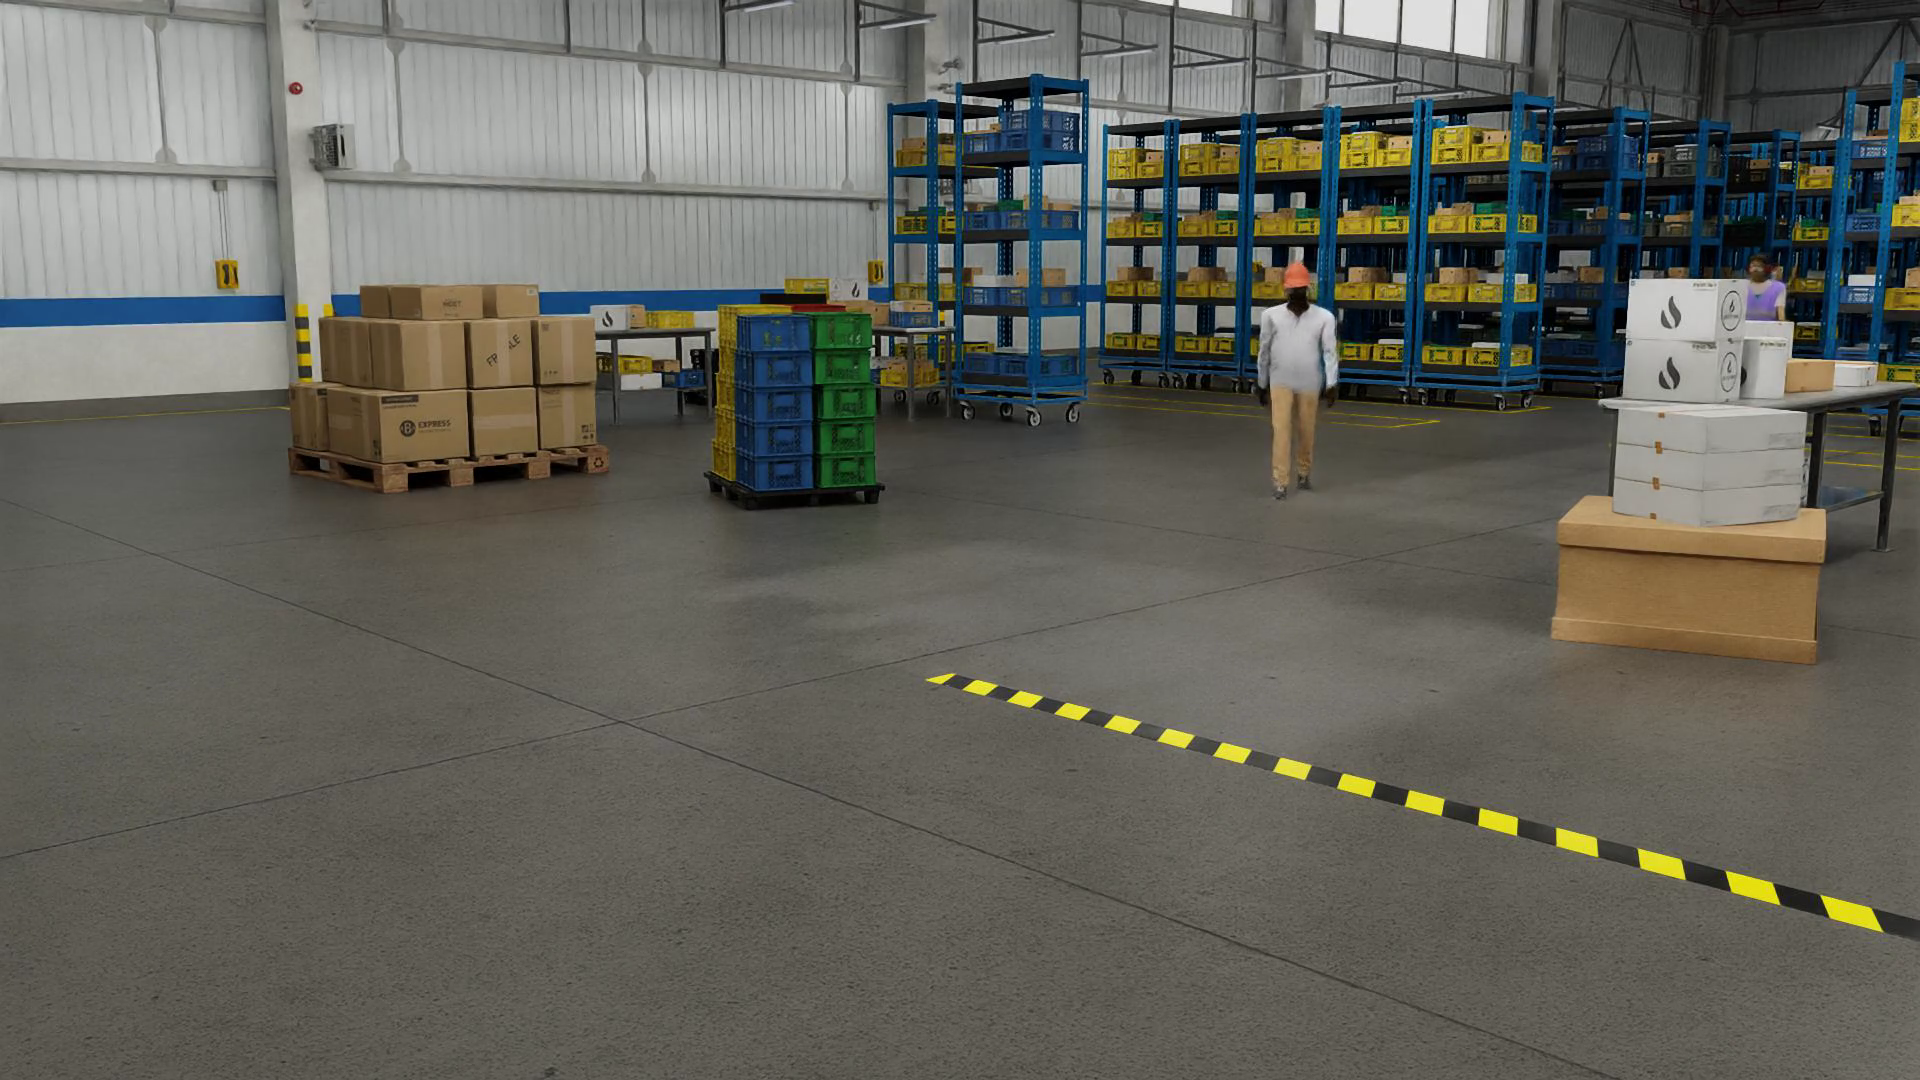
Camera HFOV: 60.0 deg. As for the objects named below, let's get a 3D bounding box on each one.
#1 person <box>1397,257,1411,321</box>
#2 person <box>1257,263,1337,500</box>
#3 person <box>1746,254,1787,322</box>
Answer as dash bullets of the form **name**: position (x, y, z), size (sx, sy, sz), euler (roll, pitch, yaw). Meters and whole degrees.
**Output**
- **person**: position (8.777, -4.617, 32.556), size (0.622, 1.816, 0.451), euler (7, 12, 35)
- **person**: position (2.471, -1.171, 12.204), size (0.577, 1.704, 0.904), euler (1, 10, 8)
- **person**: position (8.726, -2.225, 18.239), size (0.567, 1.805, 0.960), euler (5, 11, 27)
